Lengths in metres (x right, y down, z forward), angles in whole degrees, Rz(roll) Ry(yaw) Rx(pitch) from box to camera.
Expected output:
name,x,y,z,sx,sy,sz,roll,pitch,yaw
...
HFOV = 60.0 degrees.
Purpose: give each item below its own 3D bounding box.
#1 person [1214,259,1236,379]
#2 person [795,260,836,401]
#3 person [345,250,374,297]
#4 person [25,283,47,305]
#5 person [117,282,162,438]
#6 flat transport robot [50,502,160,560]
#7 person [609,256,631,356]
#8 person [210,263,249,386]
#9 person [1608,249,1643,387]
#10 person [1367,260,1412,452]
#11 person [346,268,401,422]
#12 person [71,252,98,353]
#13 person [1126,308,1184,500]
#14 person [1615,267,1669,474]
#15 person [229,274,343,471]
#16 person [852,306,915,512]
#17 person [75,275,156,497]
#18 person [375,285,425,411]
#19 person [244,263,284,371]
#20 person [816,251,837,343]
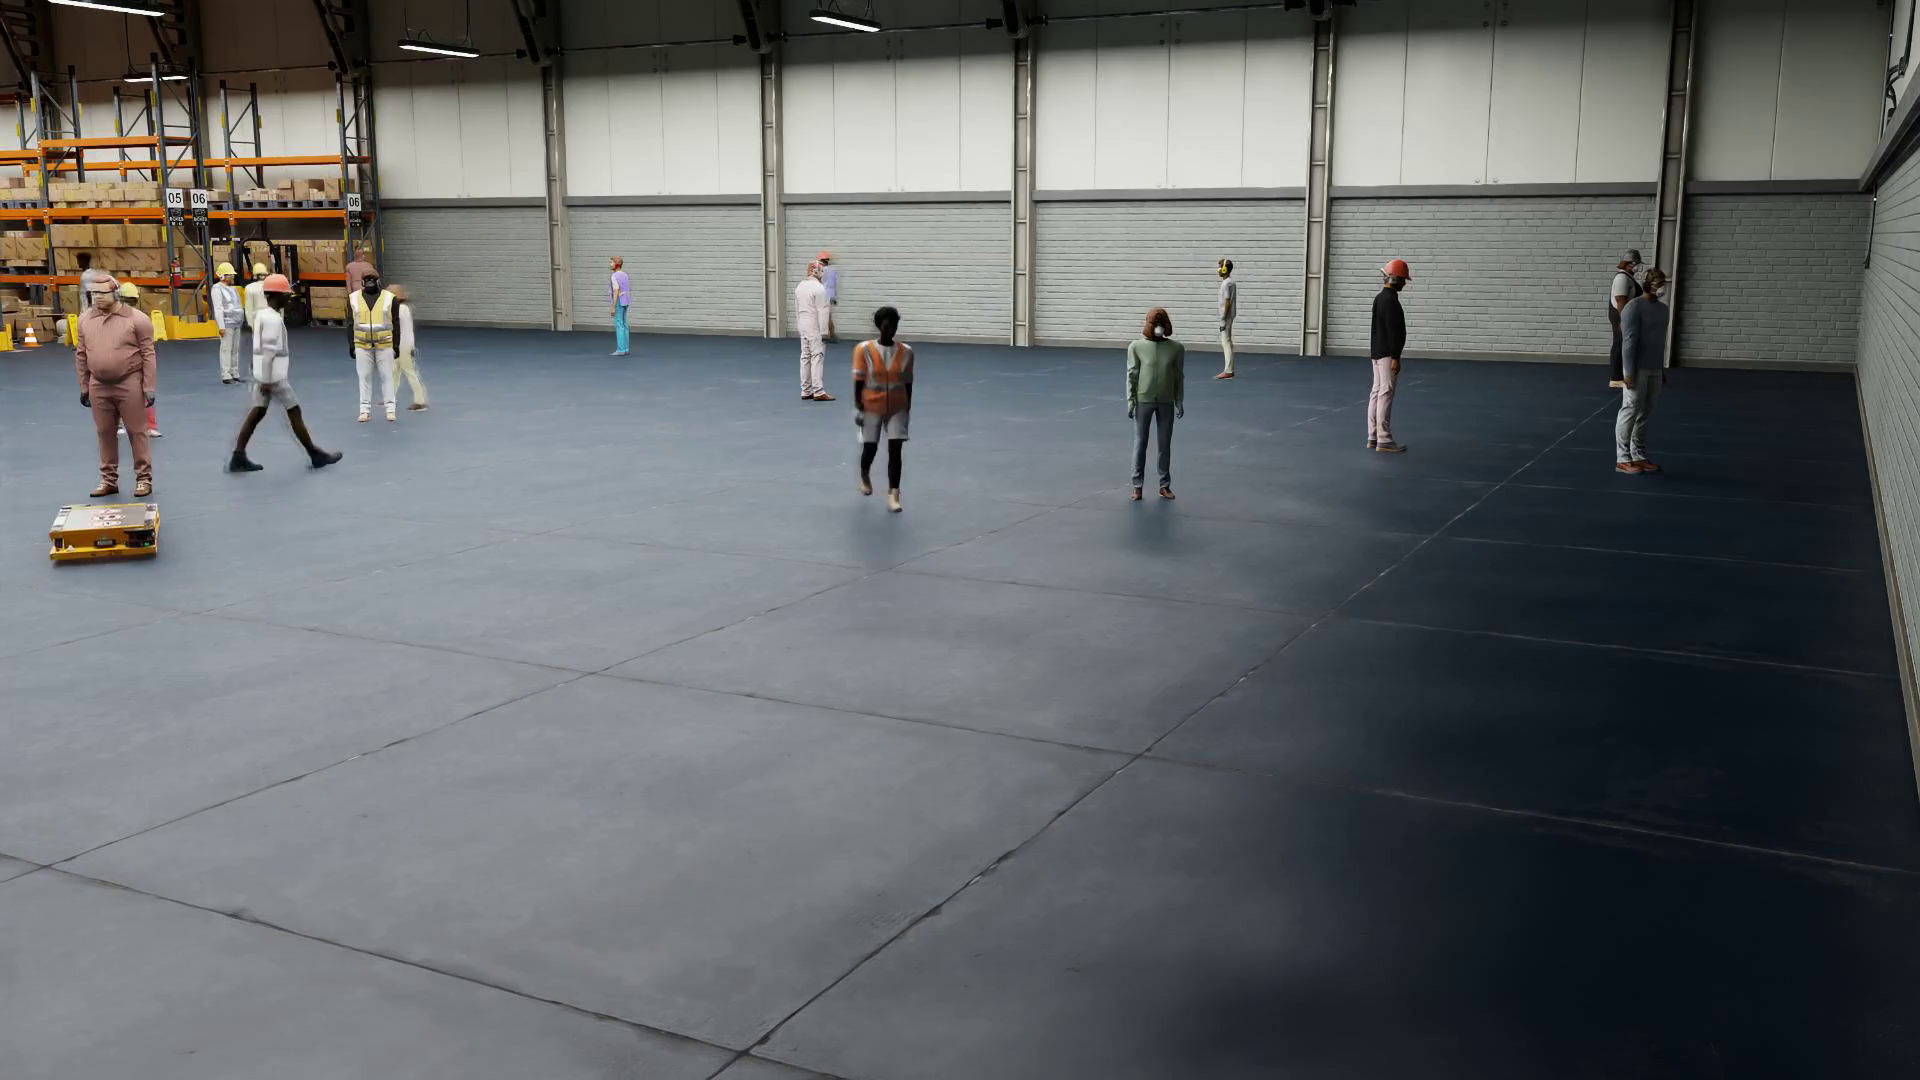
name,x,y,z,sx,sy,sz,roll,pitch,yaw
person,4.168,-3.461,26.086,0.315,1.869,0.526,4,11,19
person,-1.969,-2.843,22.637,0.401,1.901,0.641,-7,13,-35
person,-13.807,-5.736,38.395,0.651,1.904,0.402,-2,10,-8
person,-24.759,-6.869,44.553,0.390,1.919,0.581,5,11,25
person,-9.314,-2.018,18.621,0.901,1.726,0.521,9,14,40
flat transport robot,-6.163,-0.082,12.020,0.652,0.197,1.431,-5,11,-24
person,-6.341,-4.351,30.999,0.377,1.846,0.580,2,11,9
person,-10.949,-3.233,24.943,0.404,1.830,0.602,0,10,2
person,9.905,-3.287,24.670,0.536,2.000,0.684,5,11,24
person,4.480,-1.919,17.360,0.393,1.985,0.611,0,10,-3
person,-7.078,-2.350,20.096,0.625,1.846,0.429,-2,11,-13
person,-16.572,-4.547,31.845,0.904,1.941,0.604,-1,10,-7
person,1.662,-1.156,14.162,0.505,1.632,0.280,-1,10,-7
person,6.471,-1.596,15.726,0.627,1.941,0.370,-8,13,-36
person,-6.532,-1.589,15.874,1.037,1.874,0.553,-7,12,-33
person,-0.644,-1.093,13.663,0.537,1.679,0.623,-3,11,-14
person,-7.242,-1.311,14.264,0.651,1.904,0.402,0,10,-2
person,-7.244,-2.451,21.292,0.786,1.598,0.518,0,10,0
person,-11.138,-3.515,26.598,0.623,1.783,0.910,-8,13,-37
person,-2.903,-5.052,34.647,0.829,1.908,0.573,6,12,28
